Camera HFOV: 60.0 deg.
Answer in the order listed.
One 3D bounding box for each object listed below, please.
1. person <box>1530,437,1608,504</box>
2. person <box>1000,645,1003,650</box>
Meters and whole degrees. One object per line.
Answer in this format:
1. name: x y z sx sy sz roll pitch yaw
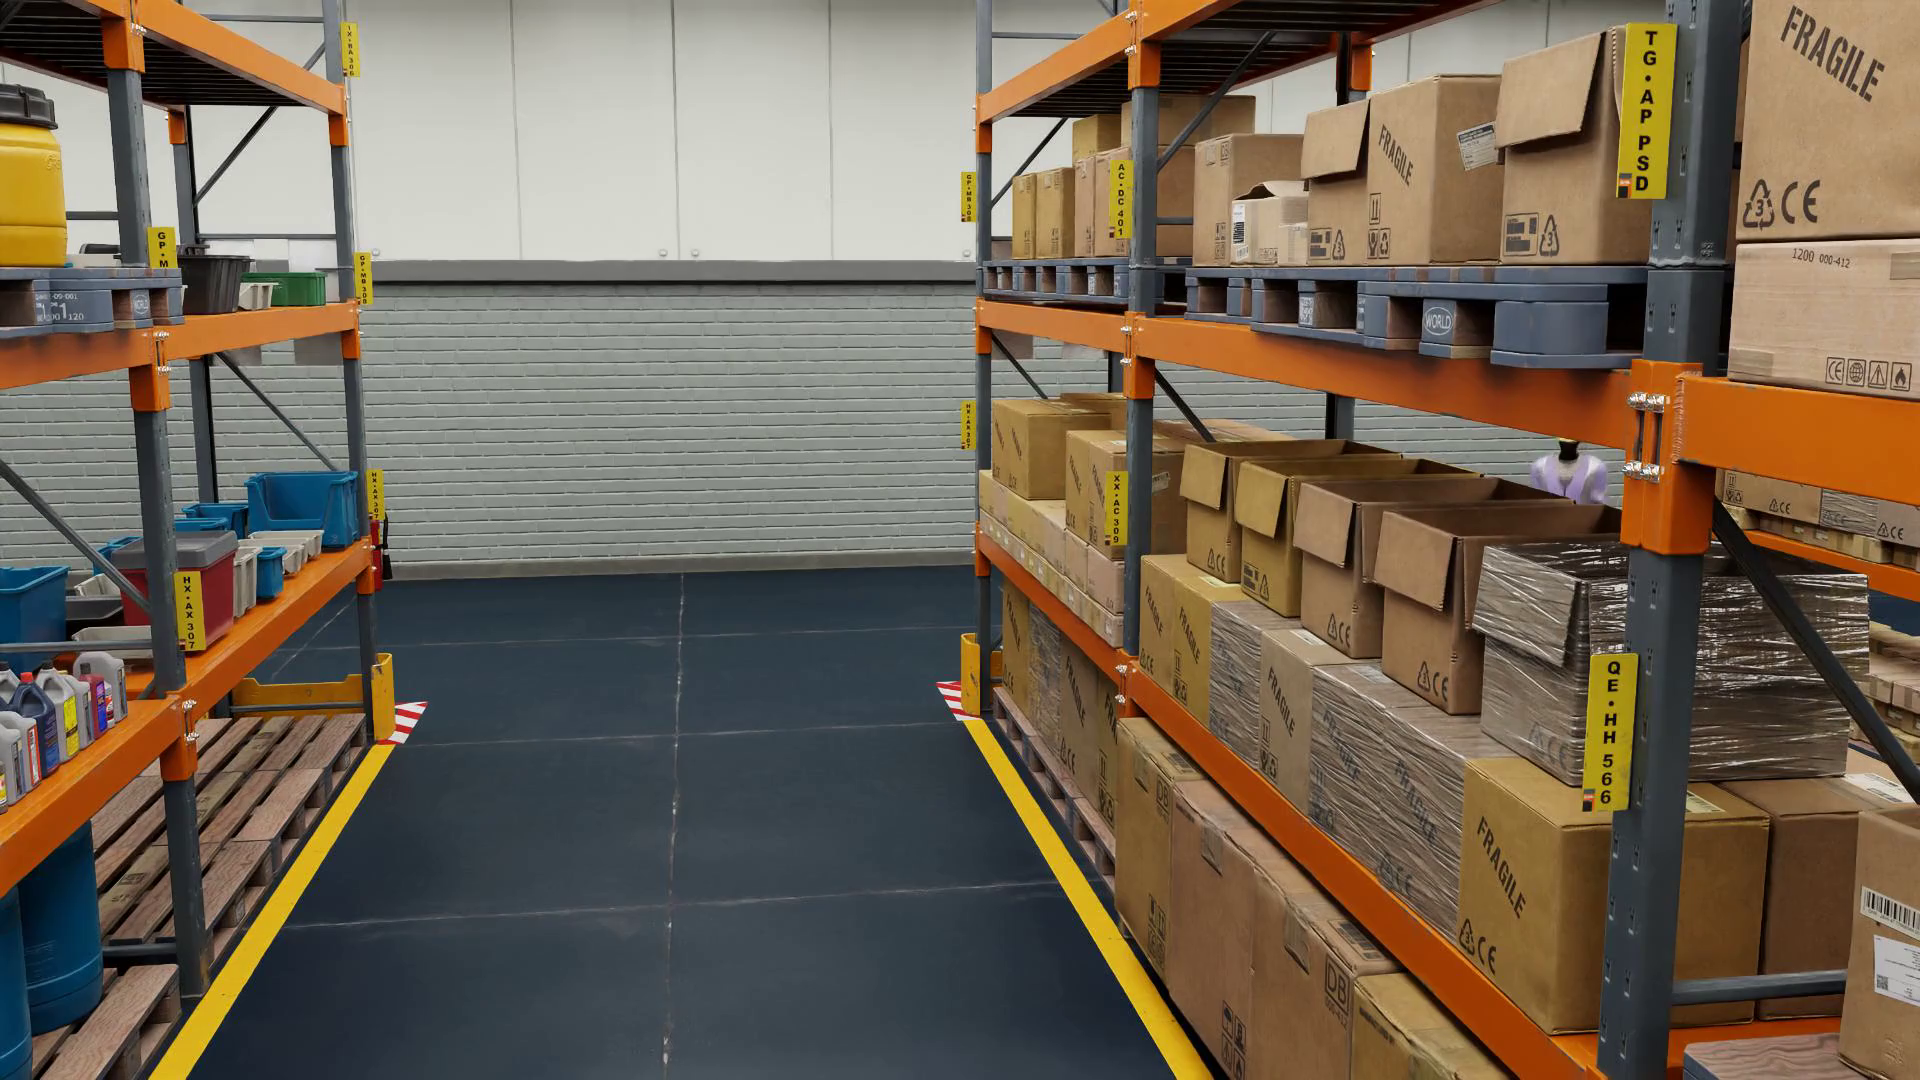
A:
1. person: 4.939 -0.092 13.512 0.604 1.897 0.730 4 10 26
2. person: 0.506 0.108 13.058 0.314 1.641 0.515 -2 9 -13
